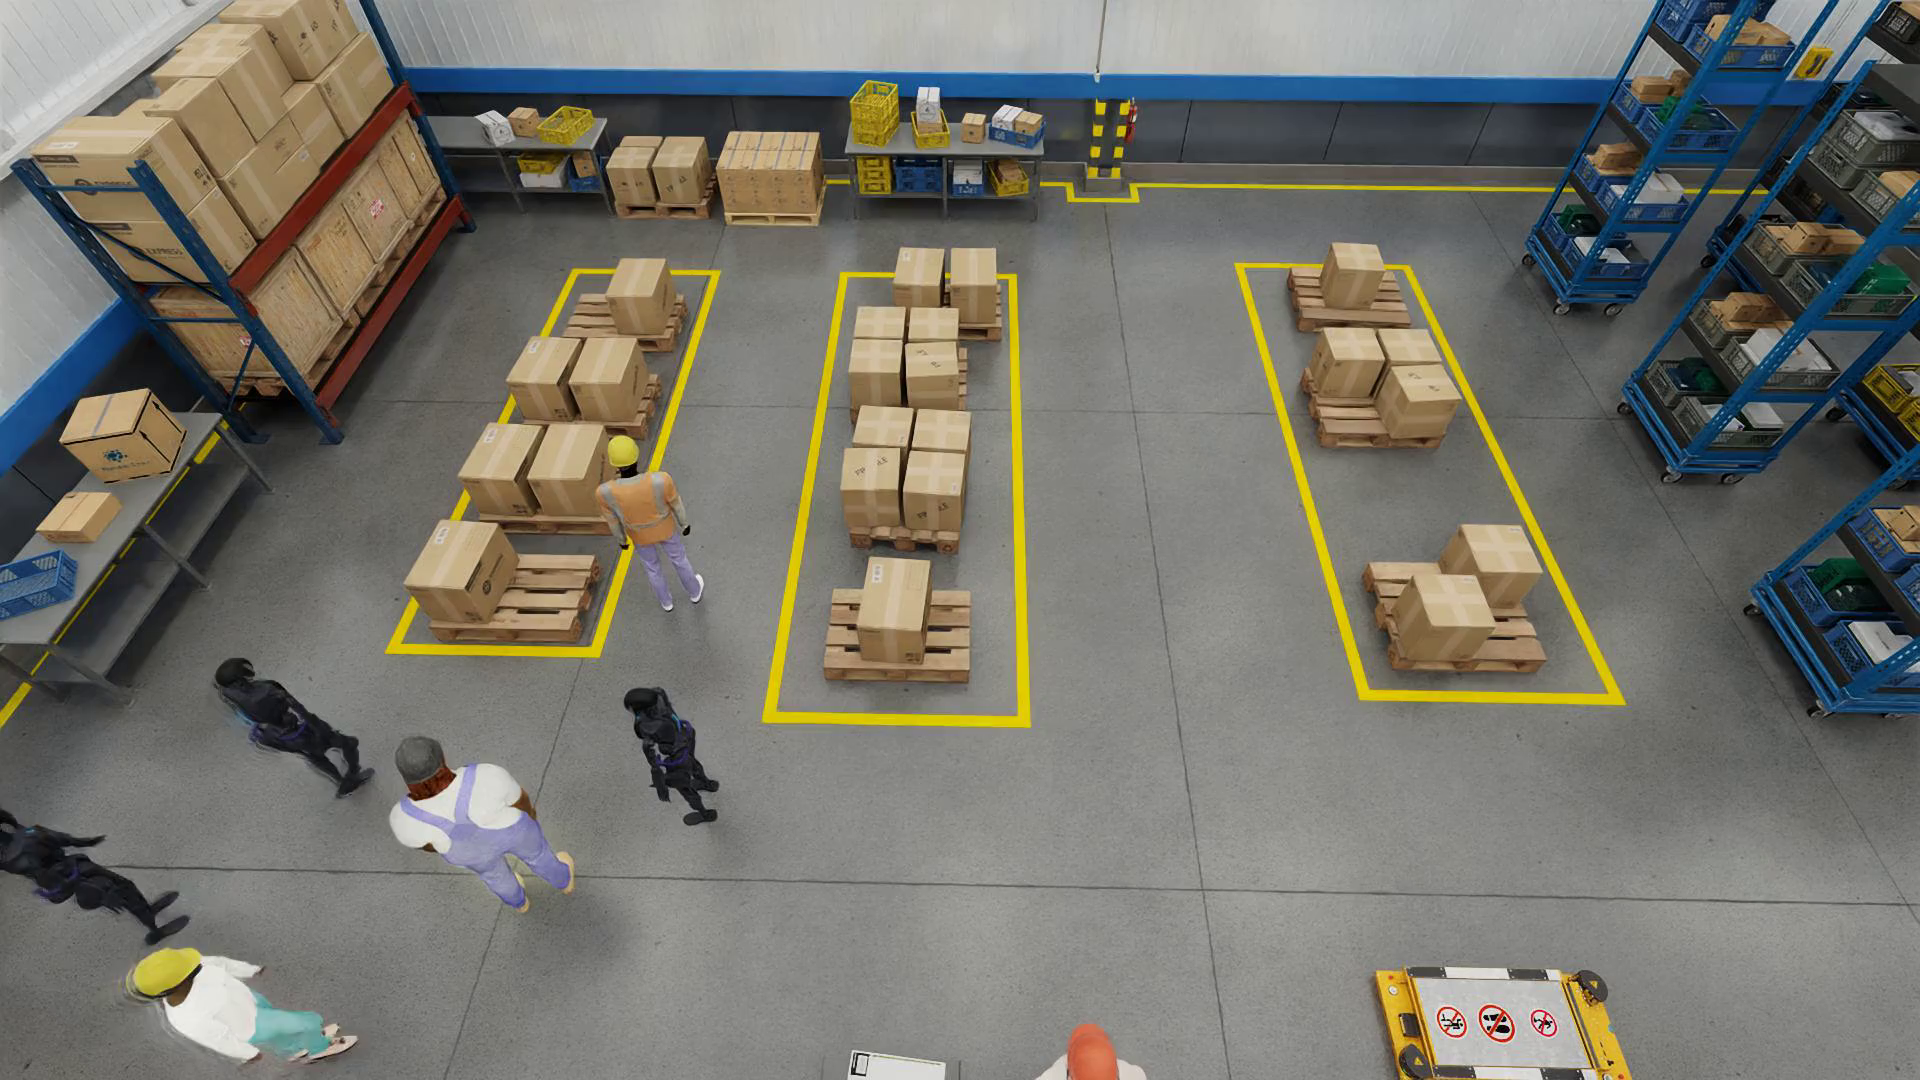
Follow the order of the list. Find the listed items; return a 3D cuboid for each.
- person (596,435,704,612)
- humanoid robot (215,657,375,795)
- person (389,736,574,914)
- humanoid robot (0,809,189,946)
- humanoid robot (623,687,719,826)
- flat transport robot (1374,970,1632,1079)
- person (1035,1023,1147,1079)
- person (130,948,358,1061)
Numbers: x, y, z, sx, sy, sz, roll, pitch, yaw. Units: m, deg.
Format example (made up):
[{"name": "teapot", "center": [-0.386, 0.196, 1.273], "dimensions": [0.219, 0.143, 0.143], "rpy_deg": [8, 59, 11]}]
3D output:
[{"name": "person", "center": [-2.528, -0.110, 7.506], "dimensions": [0.592, 1.924, 0.381], "rpy_deg": [-15, 52, -12]}, {"name": "humanoid robot", "center": [-4.687, 1.323, 6.499], "dimensions": [0.603, 1.652, 0.382], "rpy_deg": [4, 51, 3]}, {"name": "person", "center": [-3.051, 1.812, 5.866], "dimensions": [0.683, 2.000, 0.535], "rpy_deg": [-21, 54, -17]}, {"name": "humanoid robot", "center": [-5.588, 2.128, 5.857], "dimensions": [0.597, 1.659, 0.432], "rpy_deg": [29, 57, 22]}, {"name": "humanoid robot", "center": [-1.996, 1.487, 6.364], "dimensions": [0.313, 1.653, 0.562], "rpy_deg": [-3, 51, -2]}, {"name": "flat transport robot", "center": [3.501, 3.133, 5.914], "dimensions": [1.431, 0.197, 0.652], "rpy_deg": [1, 51, 1]}, {"name": "person", "center": [0.634, 2.989, 4.936], "dimensions": [0.610, 1.997, 0.376], "rpy_deg": [-7, 51, -6]}, {"name": "person", "center": [-4.099, 2.699, 5.323], "dimensions": [0.490, 1.747, 0.552], "rpy_deg": [-33, 58, -24]}]
